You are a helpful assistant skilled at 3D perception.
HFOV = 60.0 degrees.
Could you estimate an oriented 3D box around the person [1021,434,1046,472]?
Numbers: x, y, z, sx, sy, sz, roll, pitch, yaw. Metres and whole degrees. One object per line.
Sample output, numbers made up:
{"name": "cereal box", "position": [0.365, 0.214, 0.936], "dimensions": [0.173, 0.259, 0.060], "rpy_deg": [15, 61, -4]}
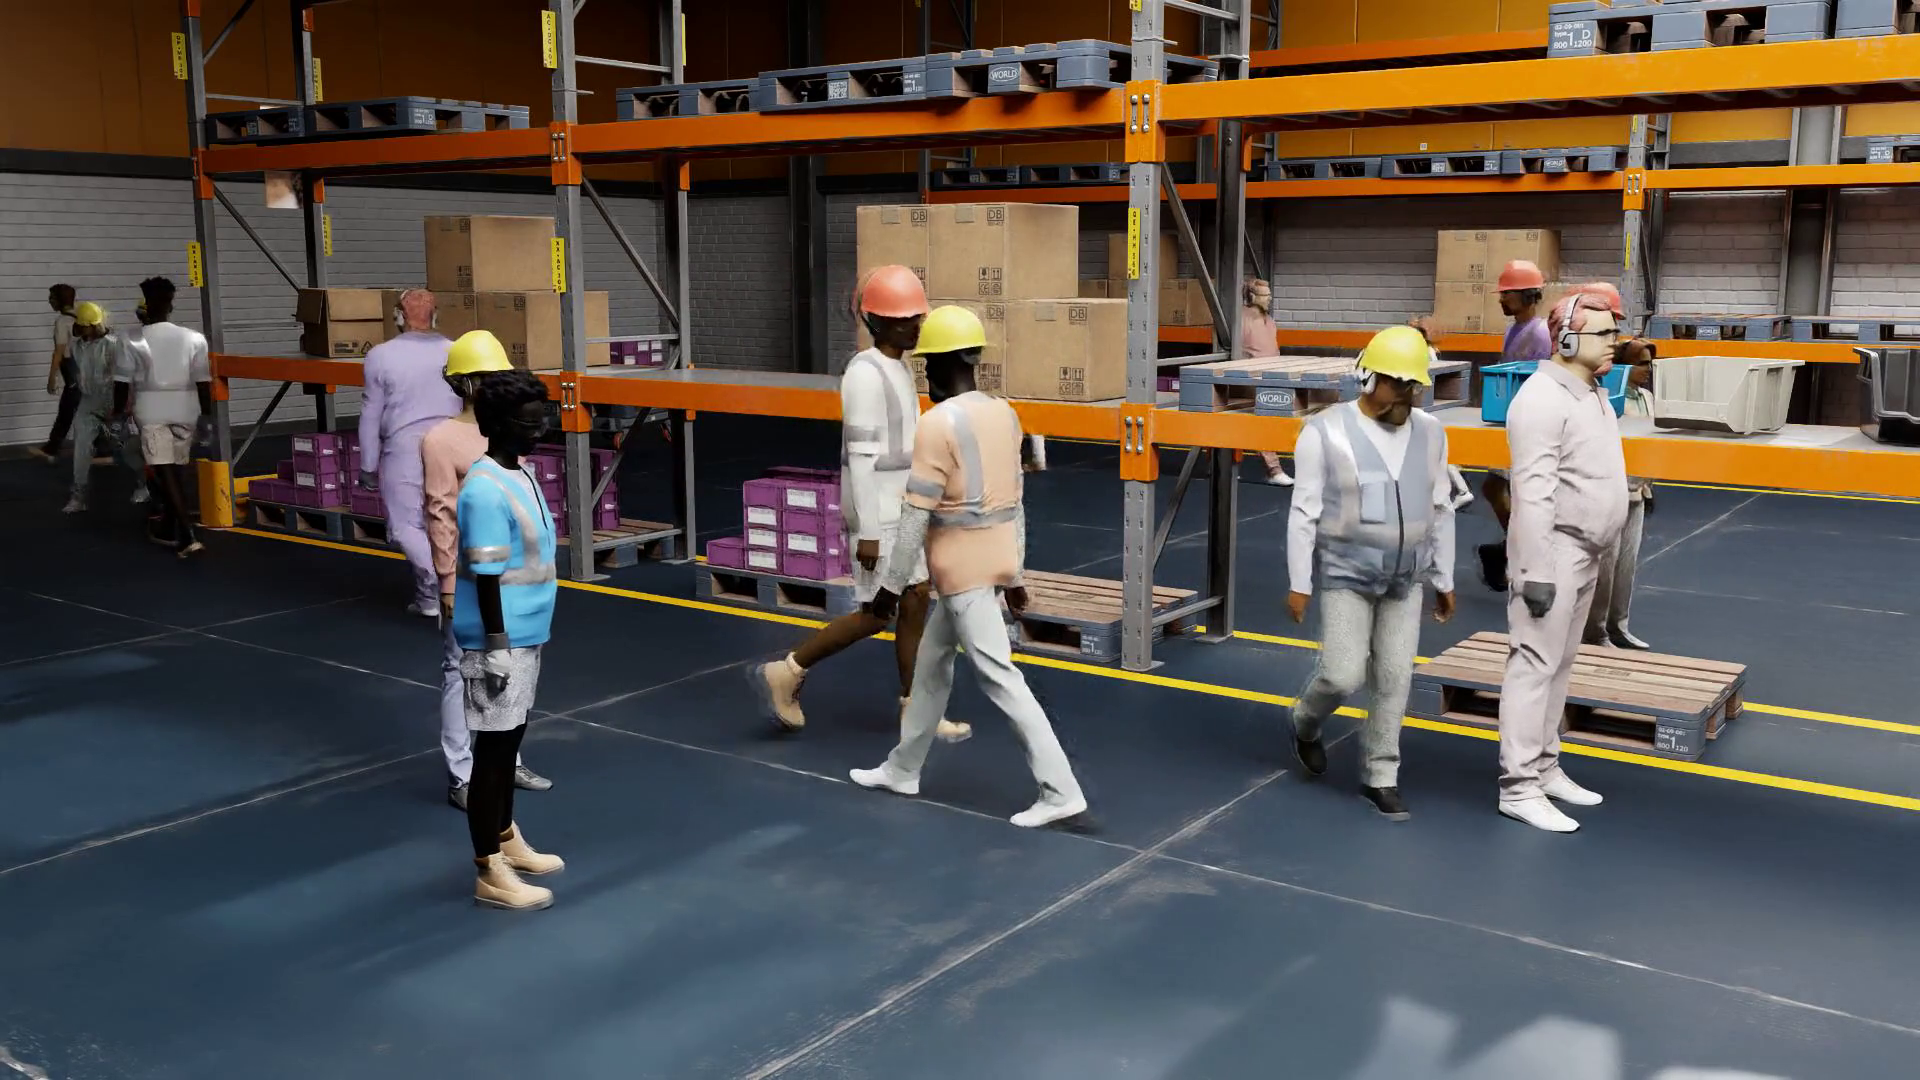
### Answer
{"name": "person", "position": [0.489, -1.558, 16.053], "dimensions": [0.648, 1.790, 0.983], "rpy_deg": [-9, 13, -42]}

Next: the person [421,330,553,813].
{"name": "person", "position": [-1.753, 0.115, 6.161], "dimensions": [0.301, 1.772, 0.525], "rpy_deg": [4, 10, 24]}

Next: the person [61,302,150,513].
{"name": "person", "position": [-7.024, -1.103, 13.642], "dimensions": [0.487, 1.689, 0.854], "rpy_deg": [1, 10, 4]}

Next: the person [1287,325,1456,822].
{"name": "person", "position": [1.482, 0.110, 6.111], "dimensions": [0.637, 1.798, 0.580], "rpy_deg": [-2, 10, -14]}

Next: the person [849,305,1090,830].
{"name": "person", "position": [0.045, 0.097, 5.998], "dimensions": [1.025, 1.872, 0.583], "rpy_deg": [4, 11, 25]}

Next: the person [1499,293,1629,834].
{"name": "person", "position": [2.190, 0.072, 6.009], "dimensions": [0.400, 1.910, 0.643], "rpy_deg": [7, 12, 36]}

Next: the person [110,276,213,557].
{"name": "person", "position": [-5.488, -0.856, 11.505], "dimensions": [0.995, 1.920, 0.614], "rpy_deg": [8, 13, 40]}

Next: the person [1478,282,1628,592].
{"name": "person", "position": [3.433, -0.526, 9.581], "dimensions": [0.569, 1.910, 0.748], "rpy_deg": [-9, 13, -43]}

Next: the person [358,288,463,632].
{"name": "person", "position": [-2.950, -0.442, 9.154], "dimensions": [0.779, 1.880, 0.652], "rpy_deg": [8, 13, 41]}

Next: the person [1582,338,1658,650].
{"name": "person", "position": [3.388, -0.215, 8.537], "dimensions": [0.527, 1.634, 0.309], "rpy_deg": [-9, 13, -42]}

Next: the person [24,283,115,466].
{"name": "person", "position": [-8.825, -1.612, 16.365], "dimensions": [0.927, 1.793, 0.524], "rpy_deg": [-1, 10, -8]}

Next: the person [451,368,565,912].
{"name": "person", "position": [-1.428, 0.305, 5.258], "dimensions": [0.320, 1.690, 0.537], "rpy_deg": [-1, 10, -3]}

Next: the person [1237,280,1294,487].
{"name": "person", "position": [2.679, -1.432, 15.122], "dimensions": [0.990, 1.858, 0.664], "rpy_deg": [8, 13, 40]}

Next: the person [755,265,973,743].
{"name": "person", "position": [-0.402, -0.120, 6.868], "dimensions": [0.821, 2.013, 0.627], "rpy_deg": [2, 10, 12]}

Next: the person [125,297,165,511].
{"name": "person", "position": [-6.451, -1.084, 13.321], "dimensions": [0.540, 1.744, 0.486], "rpy_deg": [0, 10, -2]}

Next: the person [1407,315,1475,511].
{"name": "person", "position": [3.734, -1.005, 13.362], "dimensions": [0.854, 1.608, 0.519], "rpy_deg": [5, 11, 25]}

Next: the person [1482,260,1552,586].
{"name": "person", "position": [3.430, -0.701, 10.281], "dimensions": [0.556, 2.024, 0.624], "rpy_deg": [1, 10, 6]}
